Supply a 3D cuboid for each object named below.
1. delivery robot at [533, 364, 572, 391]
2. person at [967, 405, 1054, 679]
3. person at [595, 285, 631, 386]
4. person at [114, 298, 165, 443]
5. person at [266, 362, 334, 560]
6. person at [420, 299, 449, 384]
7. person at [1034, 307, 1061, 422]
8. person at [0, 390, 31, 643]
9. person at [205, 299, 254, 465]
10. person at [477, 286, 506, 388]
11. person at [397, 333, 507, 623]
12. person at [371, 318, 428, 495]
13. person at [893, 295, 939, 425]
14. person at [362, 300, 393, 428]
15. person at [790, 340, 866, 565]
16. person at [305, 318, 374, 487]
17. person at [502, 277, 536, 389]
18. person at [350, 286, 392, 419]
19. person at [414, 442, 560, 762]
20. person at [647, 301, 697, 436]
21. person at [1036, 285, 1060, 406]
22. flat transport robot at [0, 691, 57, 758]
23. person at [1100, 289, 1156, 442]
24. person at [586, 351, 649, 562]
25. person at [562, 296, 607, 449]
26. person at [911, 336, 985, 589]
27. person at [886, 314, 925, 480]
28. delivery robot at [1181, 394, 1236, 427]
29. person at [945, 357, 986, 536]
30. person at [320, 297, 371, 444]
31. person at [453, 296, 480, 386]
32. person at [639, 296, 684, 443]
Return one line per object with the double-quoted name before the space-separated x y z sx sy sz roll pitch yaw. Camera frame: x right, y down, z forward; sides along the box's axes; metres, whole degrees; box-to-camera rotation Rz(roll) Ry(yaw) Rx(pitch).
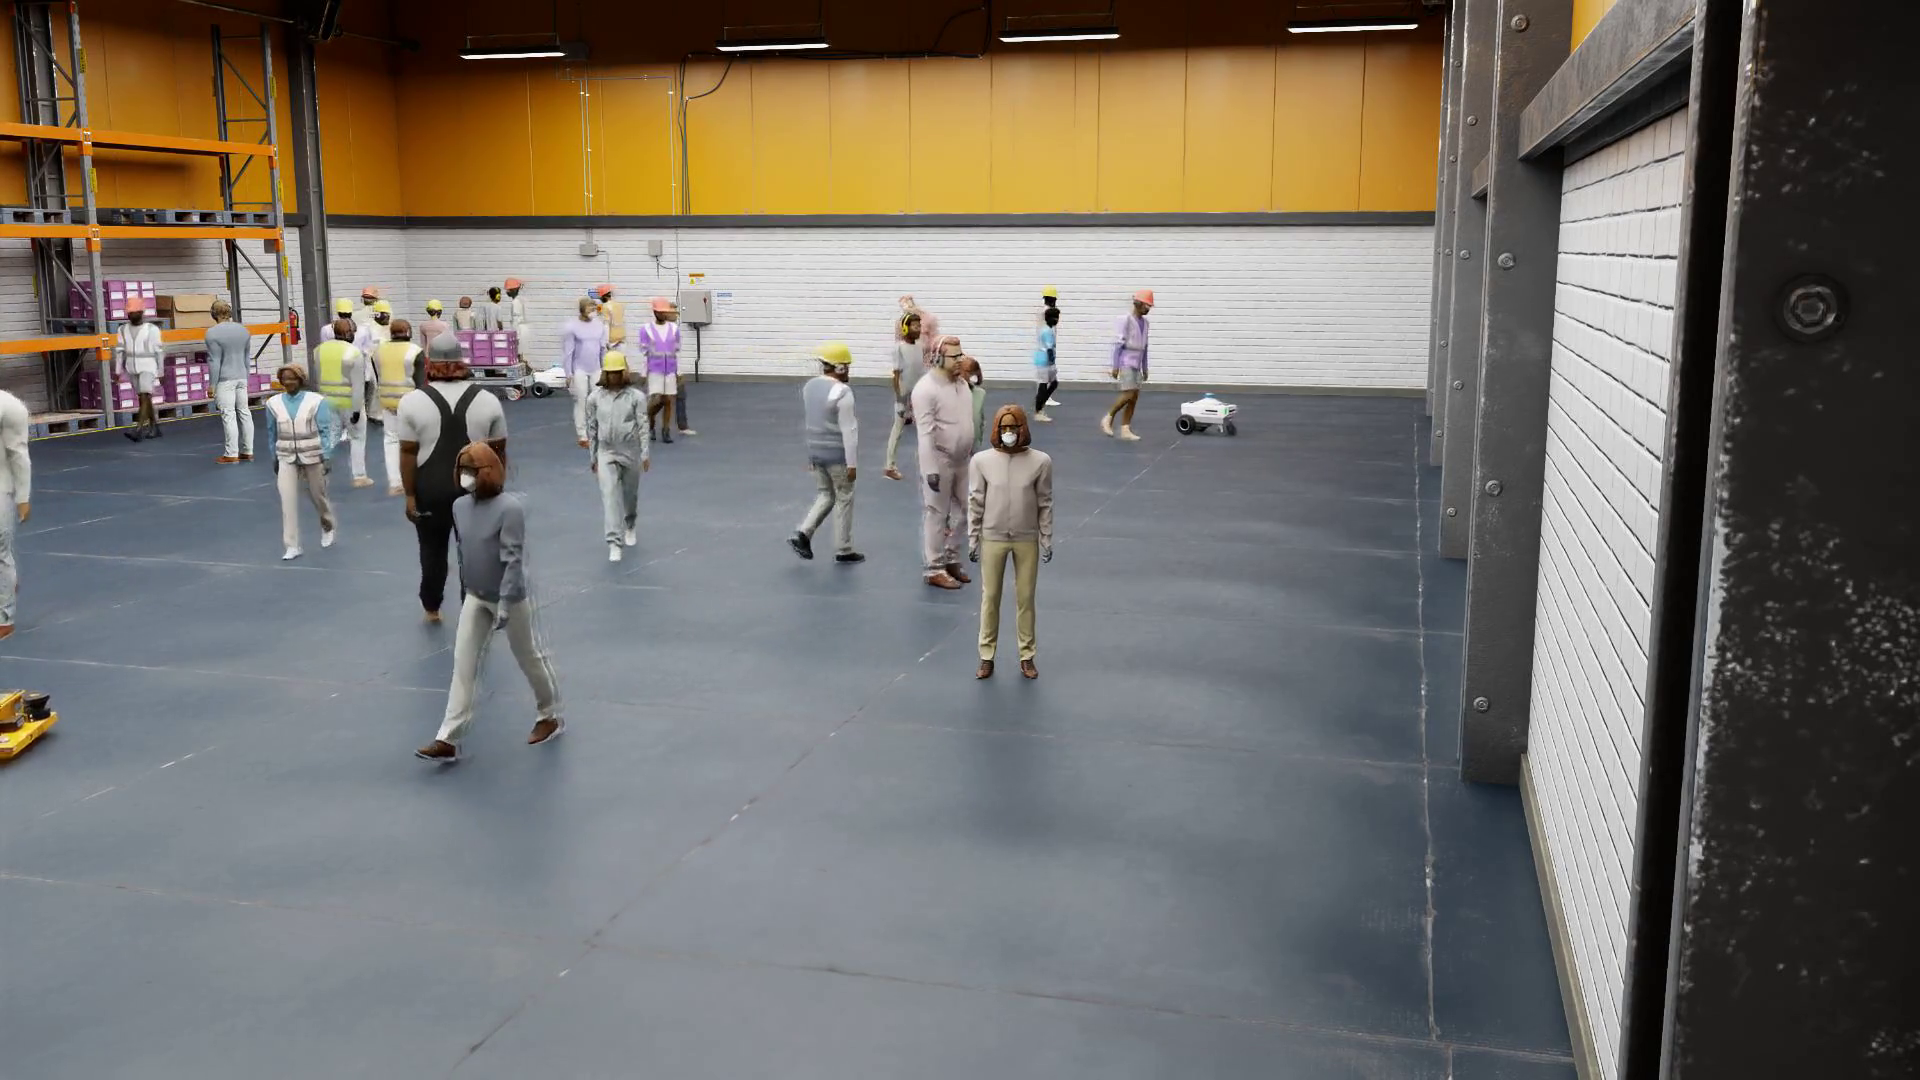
"delivery robot" -6.853 -2.743 28.224 0.707 0.478 0.477 0 10 1
"person" 0.298 0.014 9.825 0.509 1.632 0.266 0 10 0
"person" -6.069 -3.530 29.182 0.635 1.880 0.693 5 11 26
"person" -10.768 -2.225 21.800 0.553 1.879 1.035 1 10 4
"person" -5.463 -0.683 13.829 0.514 1.611 0.772 -1 10 -7
"person" -7.798 -2.703 24.824 0.523 1.772 0.302 3 11 18
"person" 1.262 -2.547 24.195 0.397 1.673 0.580 1 10 3
"person" -6.310 -0.300 10.798 0.632 1.926 0.561 0 10 0
"person" -8.578 -1.848 19.518 0.371 1.935 0.627 4 11 21
"person" -8.400 -3.628 29.872 0.524 1.847 0.796 7 12 35
"person" -3.351 -0.394 10.979 0.696 2.000 1.018 -5 11 -25
"person" -5.735 -1.392 17.282 0.629 1.807 0.750 2 10 10
"person" -0.624 -2.526 23.595 0.704 1.870 0.436 3 10 15
"person" -8.163 -2.463 23.369 0.501 1.801 0.610 3 11 18
"person" -1.035 -0.681 13.251 0.525 1.815 0.606 -9 13 -40
"person" -6.522 -1.417 17.439 0.632 1.814 0.784 3 10 16
"person" -7.755 -3.622 29.326 0.550 2.015 0.634 -2 10 -13
"person" -8.679 -2.761 24.596 0.626 1.962 0.656 -5 11 -26
"person" -2.354 0.307 8.298 0.515 1.587 0.875 5 11 28
"person" -3.960 -2.302 22.465 0.792 1.827 0.511 6 11 29
"person" 1.418 -3.129 26.788 0.373 1.925 0.595 -3 10 -16
"flat transport robot" -5.425 0.955 8.354 1.431 0.197 0.652 -2 10 -11
"person" 2.233 -2.288 21.813 0.591 2.000 0.699 8 13 38
"person" -2.836 -0.727 13.830 0.494 1.708 0.876 -2 10 -12
"person" -4.752 -2.120 21.078 0.655 1.927 0.448 -8 13 -40
"person" -0.079 -0.564 12.363 0.445 1.888 0.657 8 13 39
"person" -0.488 -1.520 17.955 0.977 1.820 0.553 10 14 44
"delivery robot" 3.370 -1.743 22.558 0.707 0.478 0.477 7 12 33
"person" 0.079 -0.785 14.486 0.510 1.590 0.857 -8 13 -38
"person" -7.810 -2.129 21.172 0.607 1.913 0.638 -4 11 -22
"person" -9.025 -3.638 30.493 0.511 1.638 0.309 1 10 7
"person" -3.850 -2.194 21.538 0.541 1.921 0.427 -6 12 -30
